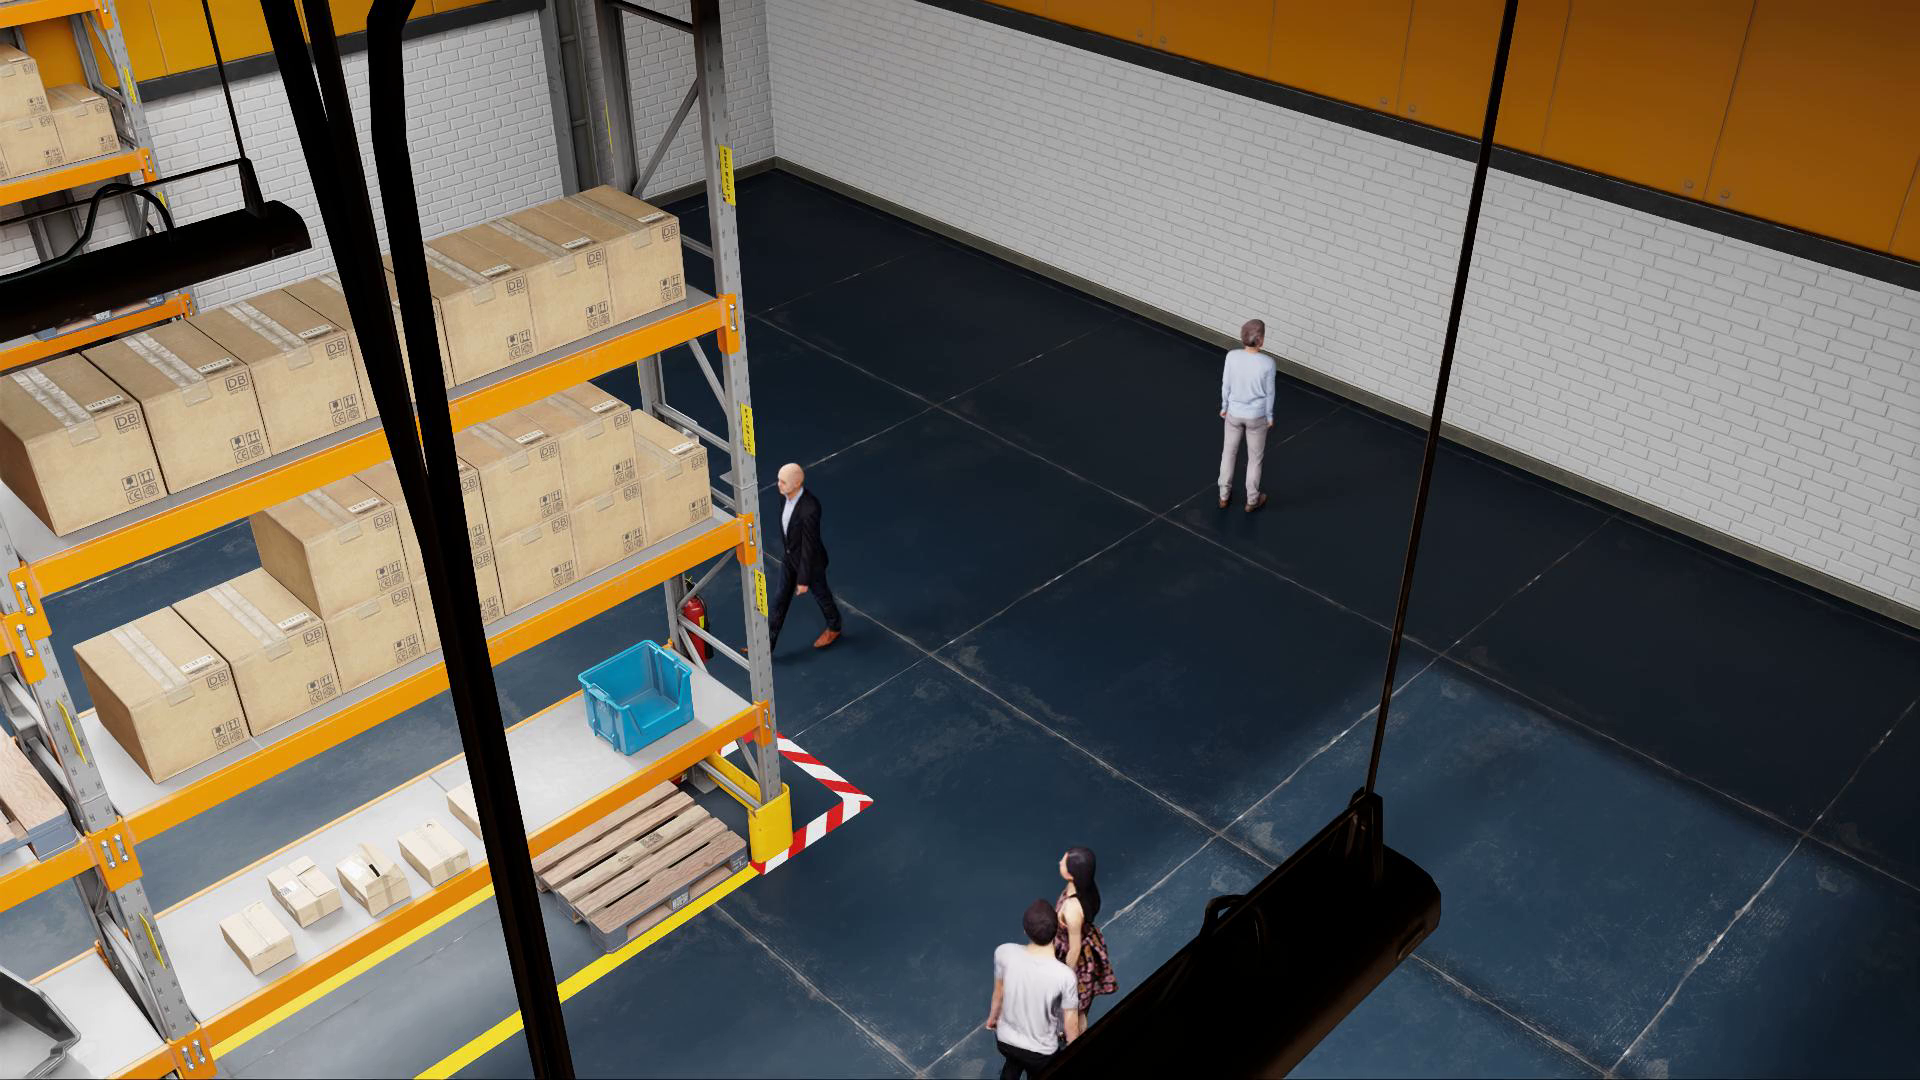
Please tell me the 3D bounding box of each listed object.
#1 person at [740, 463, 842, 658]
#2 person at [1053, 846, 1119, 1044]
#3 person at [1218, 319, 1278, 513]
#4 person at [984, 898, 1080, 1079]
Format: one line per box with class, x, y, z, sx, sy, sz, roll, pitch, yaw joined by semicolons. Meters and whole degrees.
person;-1.186;0.152;13.390;1.149;1.757;0.766;-25;41;-32
person;0.680;2.482;9.871;0.853;1.774;0.771;8;34;12
person;2.620;-1.132;15.204;0.731;1.888;0.693;16;37;22
person;0.338;2.821;9.299;0.830;1.843;0.791;23;40;31
